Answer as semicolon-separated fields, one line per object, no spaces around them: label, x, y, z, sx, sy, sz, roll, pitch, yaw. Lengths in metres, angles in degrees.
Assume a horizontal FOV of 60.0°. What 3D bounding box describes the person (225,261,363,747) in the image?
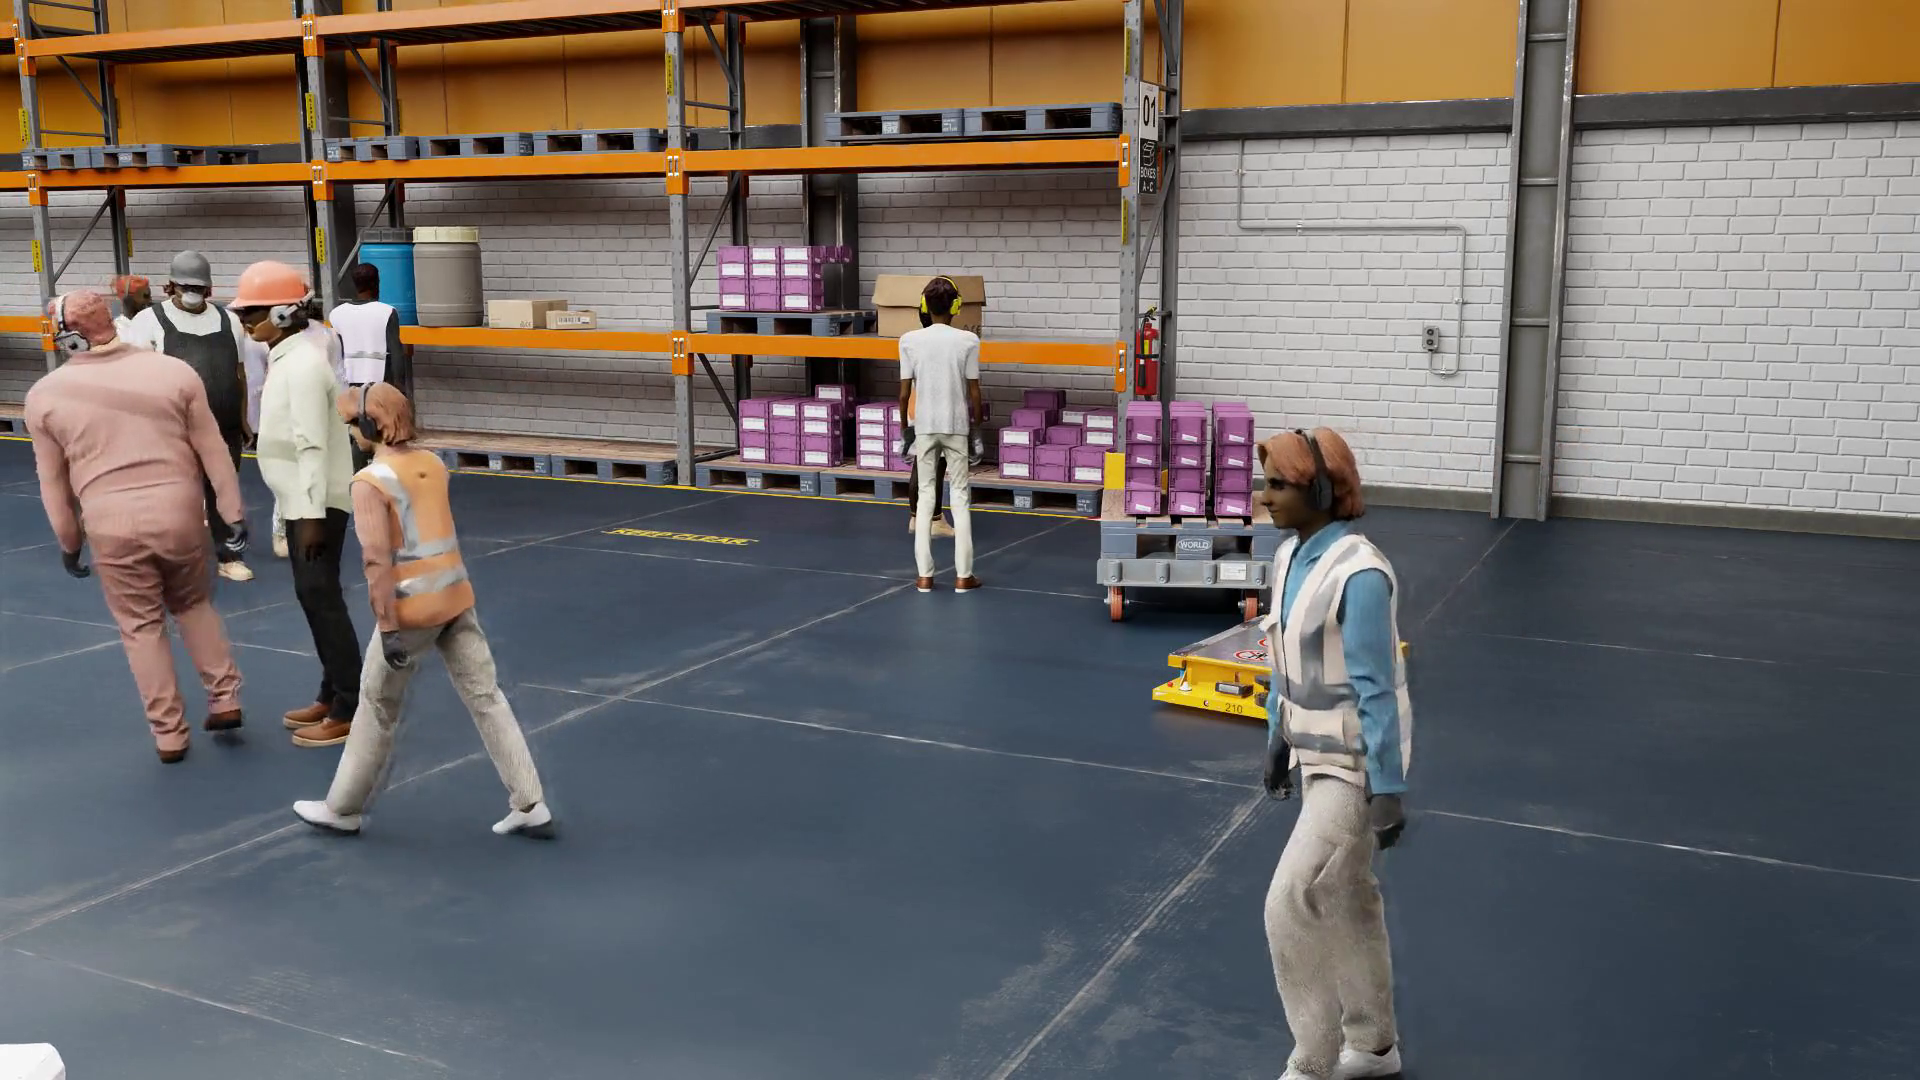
person;-2.723;-0.141;6.840;0.444;1.977;0.618;-6;11;-30

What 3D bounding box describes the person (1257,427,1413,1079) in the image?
person;0.830;0.543;3.893;0.563;1.613;0.536;-1;10;-7

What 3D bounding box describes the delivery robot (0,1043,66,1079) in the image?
delivery robot;-1.941;1.180;3.040;0.477;0.478;0.707;-1;10;-5

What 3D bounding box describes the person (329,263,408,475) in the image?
person;-4.638;-1.210;13.087;0.587;1.920;0.391;2;10;11

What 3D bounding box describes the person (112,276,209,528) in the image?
person;-5.737;-0.943;11.802;0.946;1.830;0.591;-1;10;-7

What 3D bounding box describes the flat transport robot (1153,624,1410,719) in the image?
flat transport robot;1.519;0.554;7.701;0.652;0.197;1.431;7;12;34

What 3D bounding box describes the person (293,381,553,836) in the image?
person;-1.845;0.258;5.651;0.936;1.581;0.529;3;10;17

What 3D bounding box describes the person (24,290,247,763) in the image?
person;-3.240;-0.045;6.588;0.743;1.869;0.464;-7;12;-33

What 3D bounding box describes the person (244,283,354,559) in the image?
person;-4.239;-0.753;10.732;0.443;1.827;0.629;9;13;42

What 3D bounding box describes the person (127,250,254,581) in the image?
person;-4.572;-0.733;10.010;0.537;2.000;0.674;10;14;44

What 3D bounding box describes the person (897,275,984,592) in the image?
person;-0.112;-0.618;9.838;0.520;1.873;0.333;2;10;10

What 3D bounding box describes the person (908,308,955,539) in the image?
person;-0.189;-0.863;11.734;0.318;1.695;0.539;-6;12;-33
